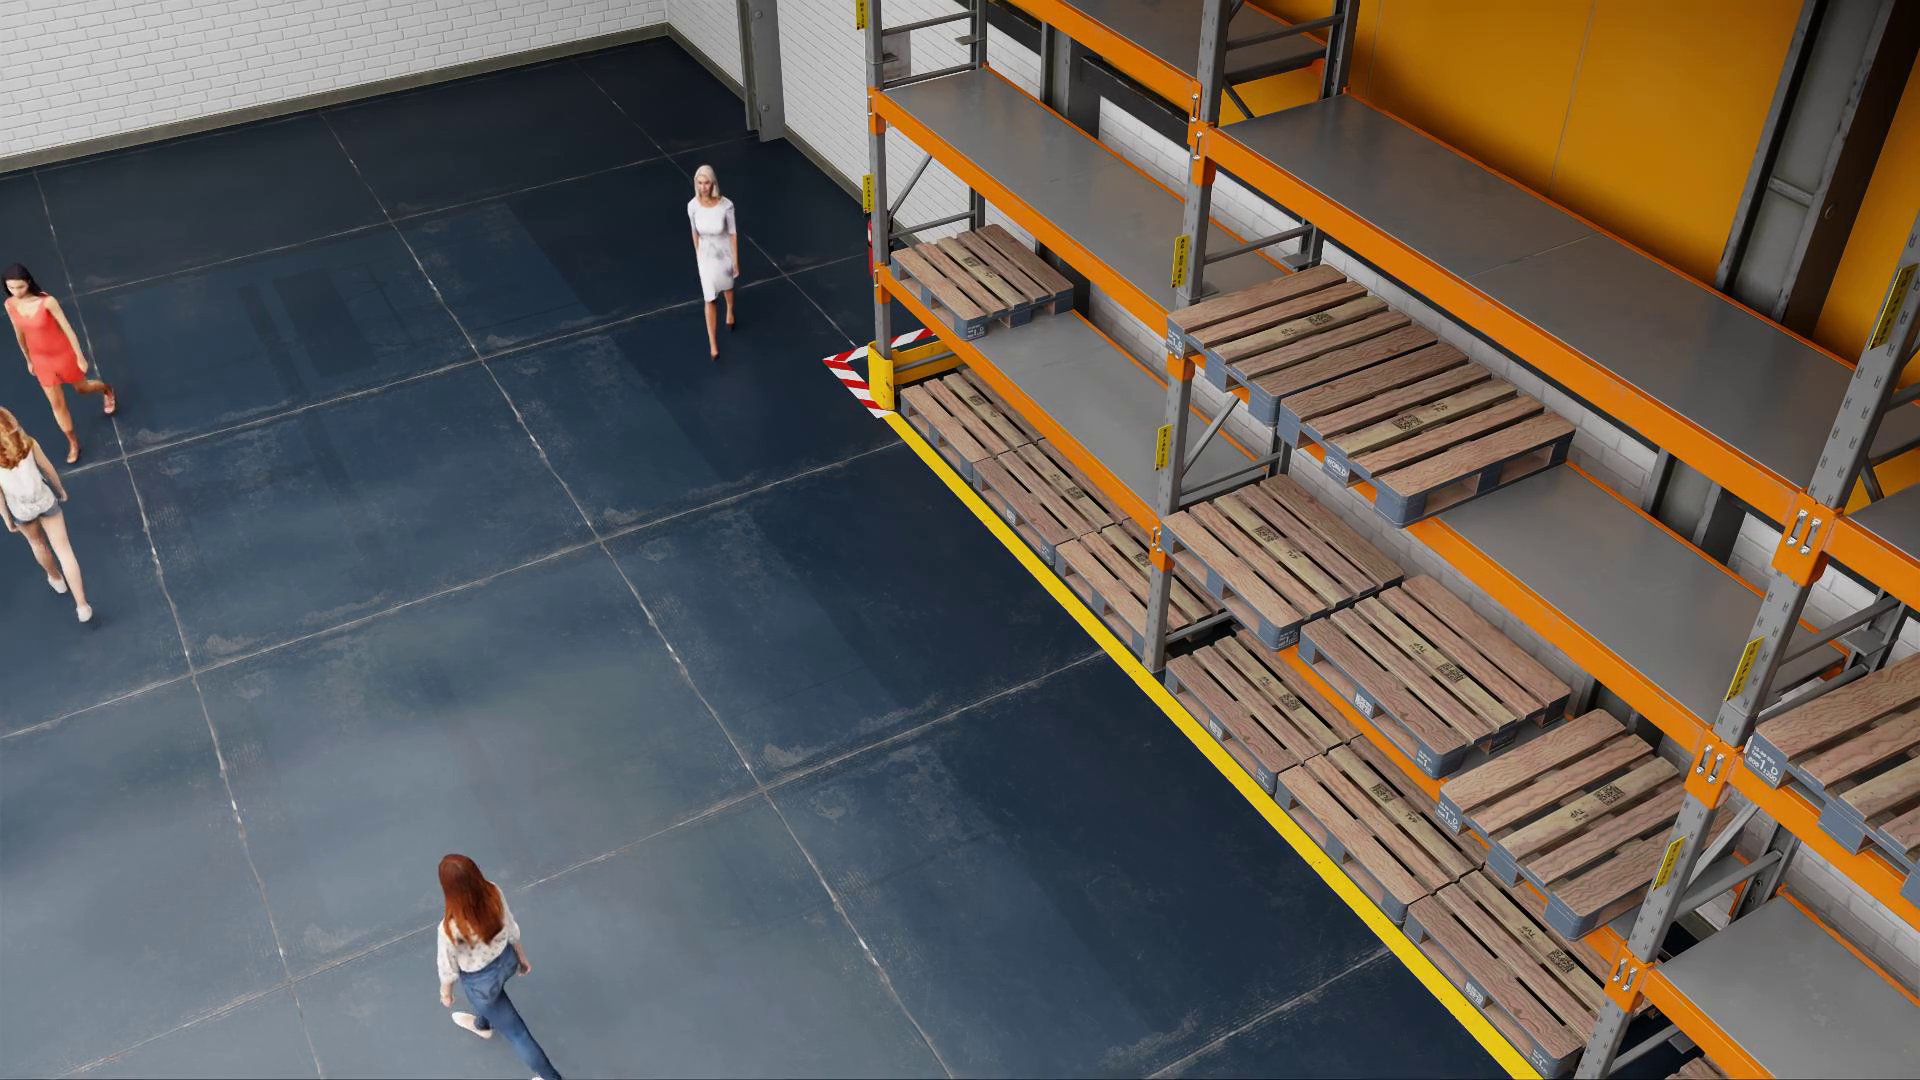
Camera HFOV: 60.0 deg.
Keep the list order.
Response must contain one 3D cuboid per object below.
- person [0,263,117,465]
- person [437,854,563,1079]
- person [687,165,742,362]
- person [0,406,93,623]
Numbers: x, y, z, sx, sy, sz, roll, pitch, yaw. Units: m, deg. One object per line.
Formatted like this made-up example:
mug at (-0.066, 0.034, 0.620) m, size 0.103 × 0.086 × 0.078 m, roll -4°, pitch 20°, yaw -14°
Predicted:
person at (-7.237, -1.512, 13.369) m, size 0.954 × 1.689 × 1.193 m, roll -4°, pitch 39°, yaw -5°
person at (-2.366, 2.290, 8.613) m, size 1.206 × 1.683 × 0.977 m, roll 19°, pitch 42°, yaw 22°
person at (-2.116, -2.501, 14.602) m, size 0.880 × 1.696 × 1.145 m, roll -3°, pitch 39°, yaw -3°
person at (-6.449, -0.167, 11.656) m, size 0.640 × 1.725 × 1.034 m, roll -23°, pitch 44°, yaw -26°
